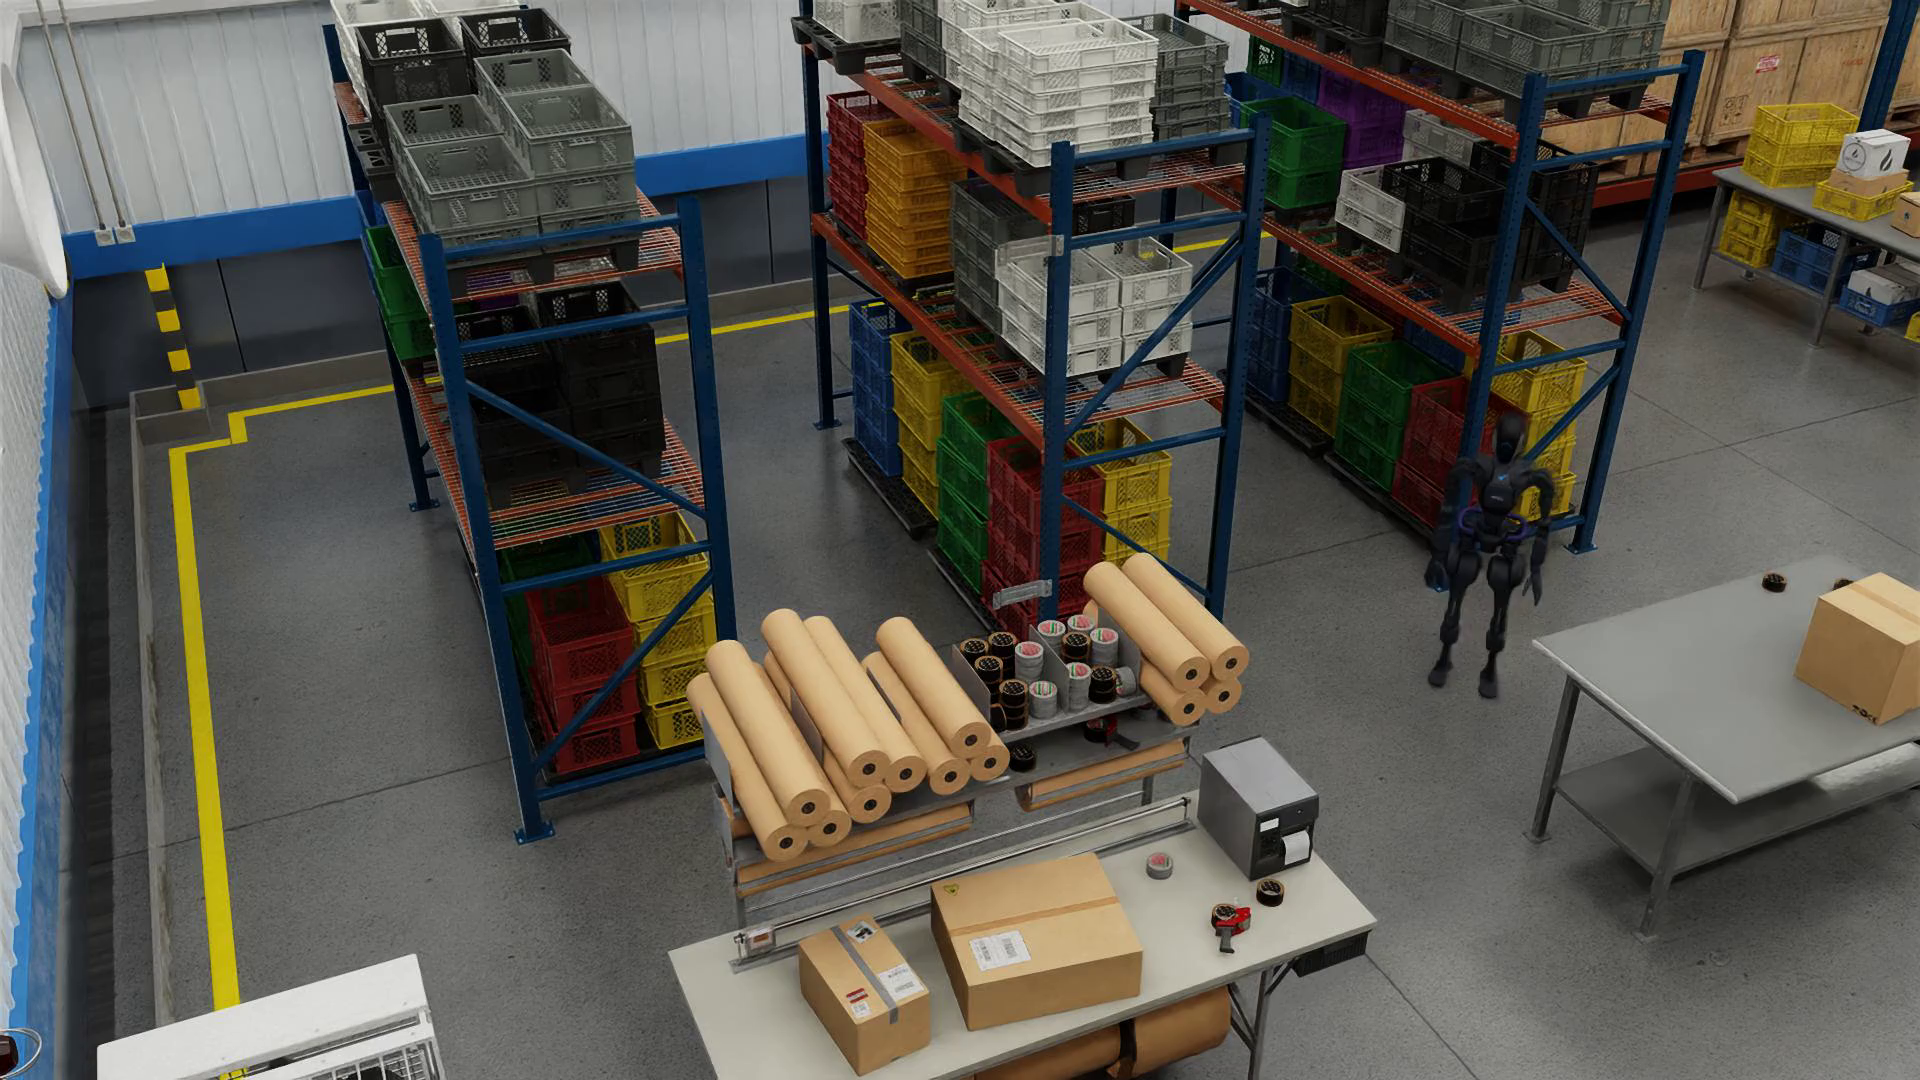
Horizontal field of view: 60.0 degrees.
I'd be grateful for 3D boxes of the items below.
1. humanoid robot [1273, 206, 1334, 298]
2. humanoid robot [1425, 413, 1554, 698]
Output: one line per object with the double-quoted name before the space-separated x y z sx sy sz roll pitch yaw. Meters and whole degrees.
"humanoid robot" 2.760 -2.723 13.052 0.566 1.653 0.343 1 32 1
"humanoid robot" 2.706 0.079 8.502 0.584 1.645 0.354 10 33 16
